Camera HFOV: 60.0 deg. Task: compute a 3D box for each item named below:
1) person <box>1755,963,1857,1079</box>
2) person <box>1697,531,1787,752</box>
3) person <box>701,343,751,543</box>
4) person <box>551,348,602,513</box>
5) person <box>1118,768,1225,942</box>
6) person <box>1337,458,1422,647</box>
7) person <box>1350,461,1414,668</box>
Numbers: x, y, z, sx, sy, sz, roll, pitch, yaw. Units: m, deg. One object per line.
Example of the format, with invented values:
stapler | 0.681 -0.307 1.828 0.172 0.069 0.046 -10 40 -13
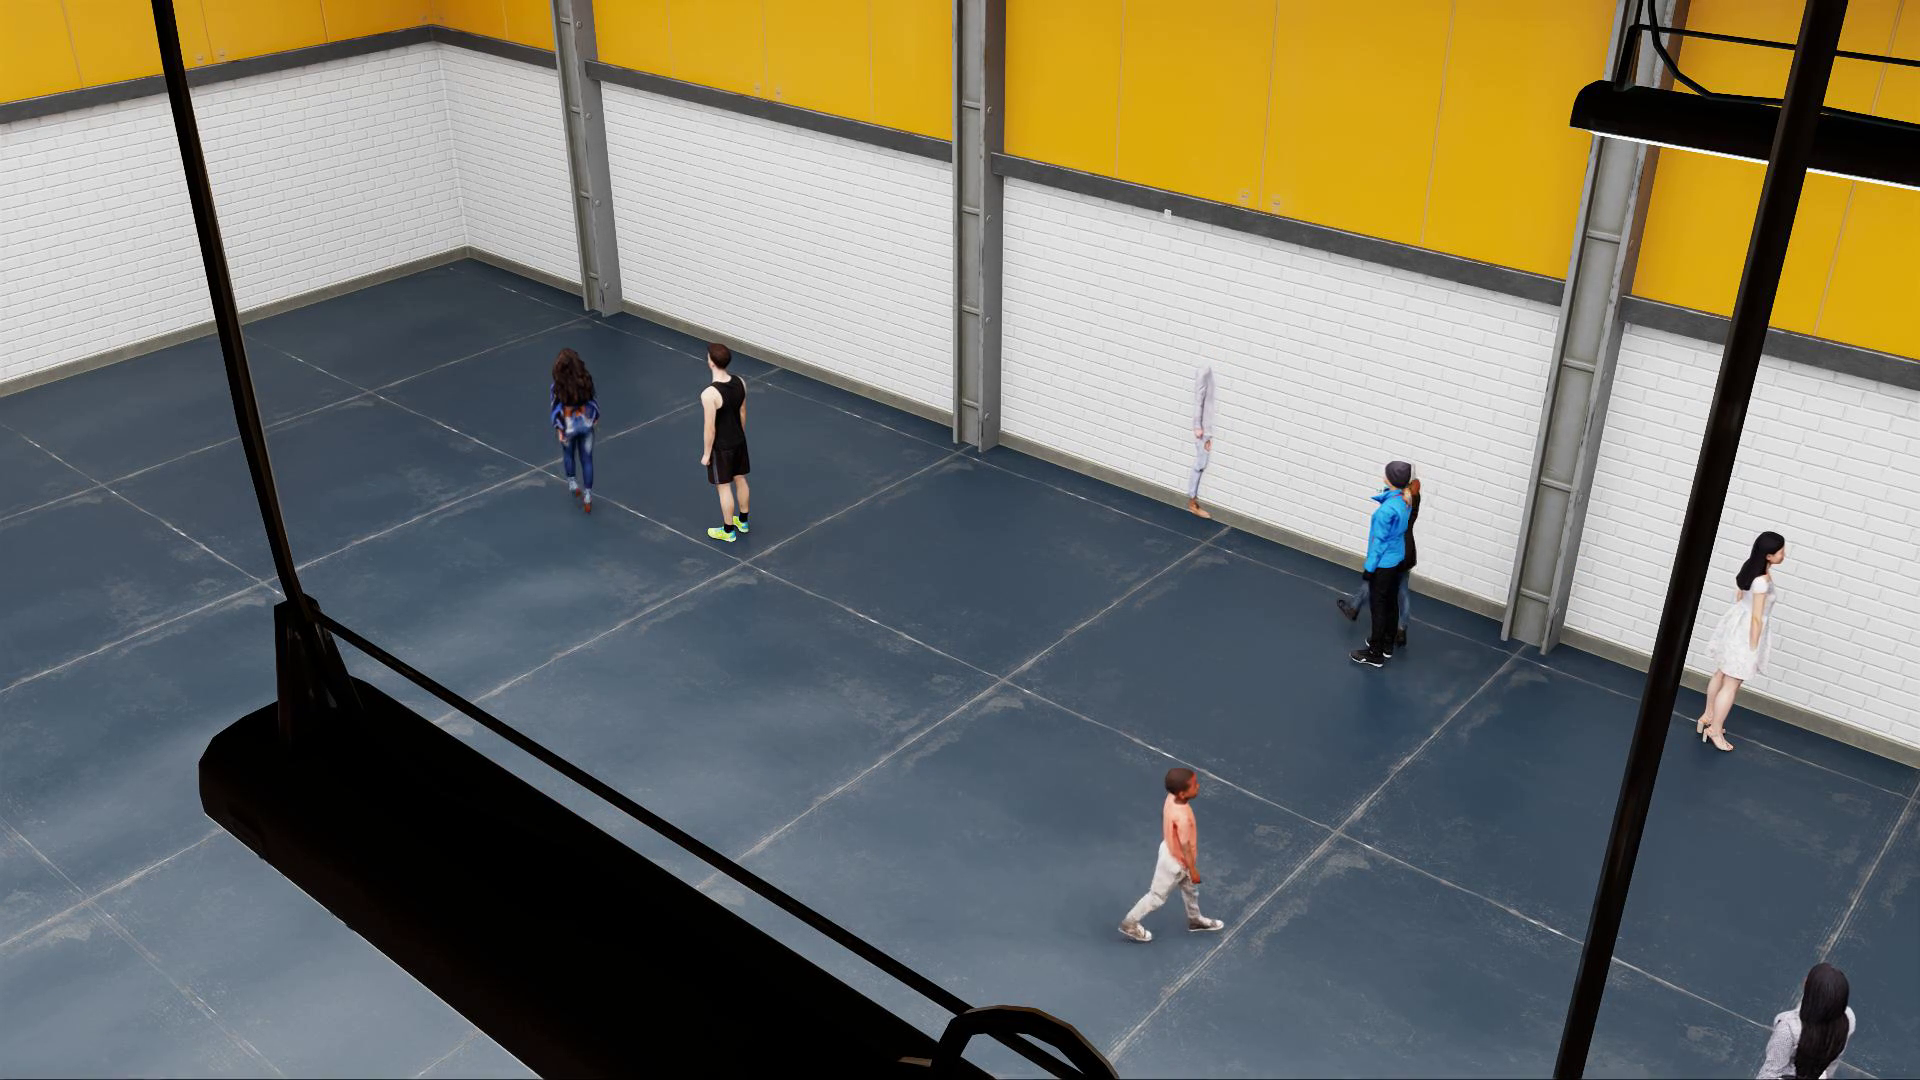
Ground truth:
person | 4.215 2.817 8.457 0.678 1.725 0.714 -5 29 -10
person | 5.765 0.727 12.238 0.790 1.773 0.763 6 29 10
person | -2.119 -0.887 15.073 0.587 1.892 0.689 19 34 31
person | -3.580 -1.021 15.620 0.807 1.602 0.883 -8 30 -15
person | 1.286 1.994 10.416 0.950 1.293 0.809 2 29 3
person | 3.574 0.131 13.507 0.830 1.603 1.049 -17 33 -28
person | 3.393 0.182 13.214 0.520 1.795 0.621 24 37 37
